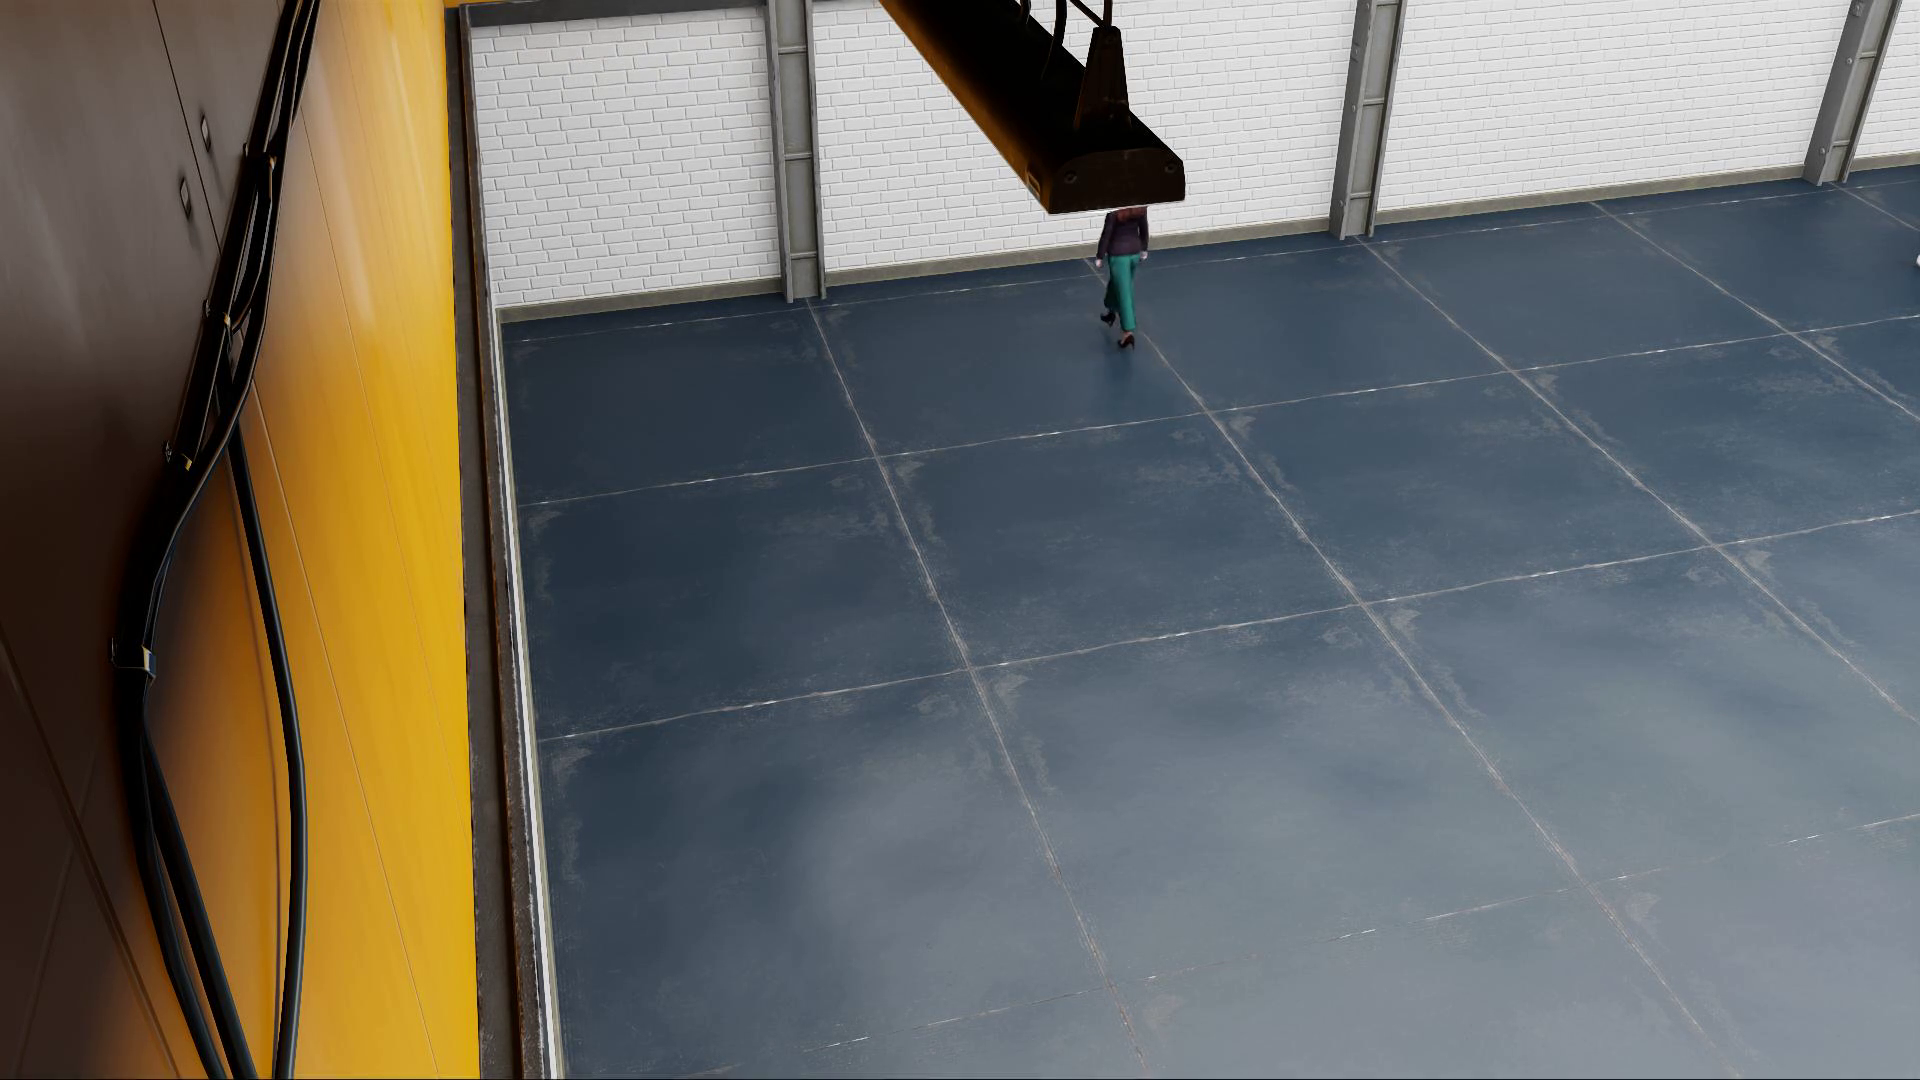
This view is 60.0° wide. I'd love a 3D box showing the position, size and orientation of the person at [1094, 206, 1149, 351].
[{"bbox_3d":[1.560,-2.539,15.269,0.940,1.714,0.862,-20,38,-27],"label":"person"}]
